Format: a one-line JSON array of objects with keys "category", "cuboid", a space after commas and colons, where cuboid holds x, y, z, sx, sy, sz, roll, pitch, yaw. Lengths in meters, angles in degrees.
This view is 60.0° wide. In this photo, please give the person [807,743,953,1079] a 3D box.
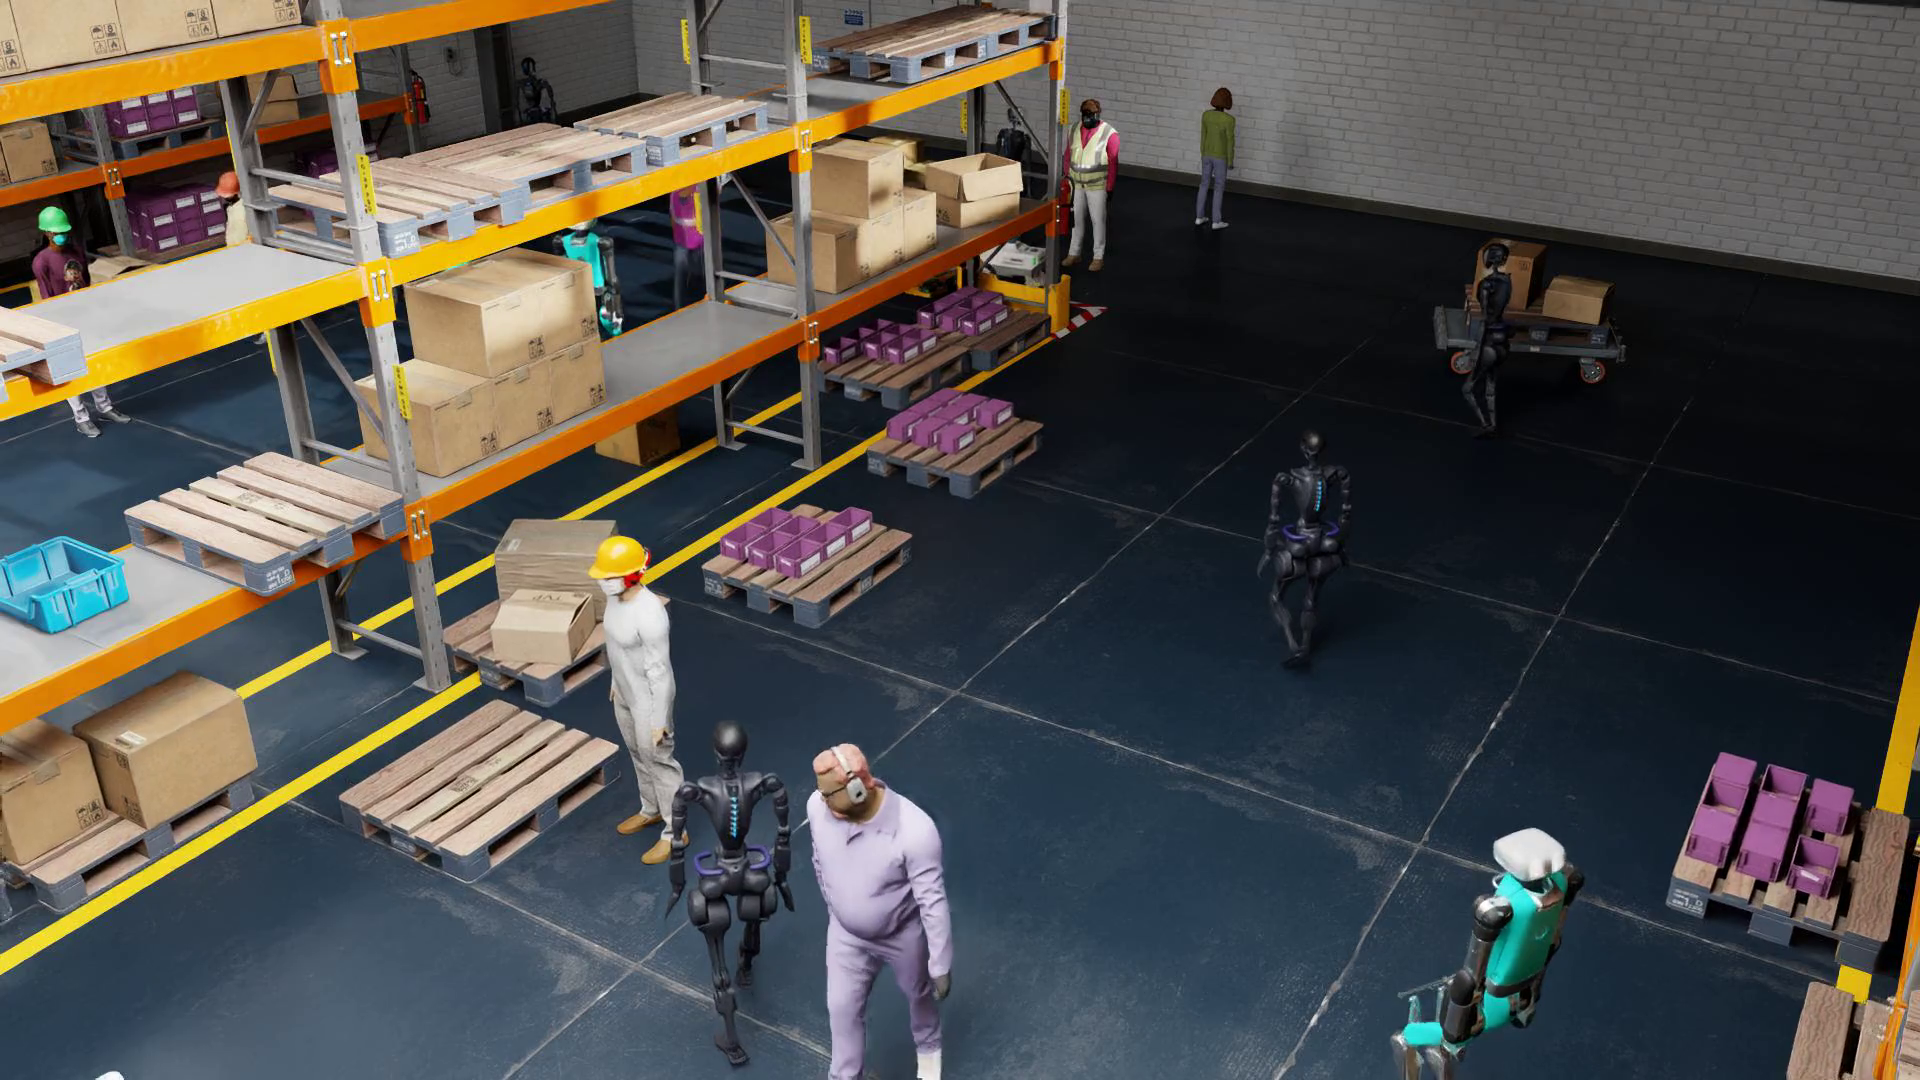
[{"category": "person", "cuboid": [-0.348, 1.712, 7.074, 0.757, 1.853, 0.892, 11, 29, 20]}]

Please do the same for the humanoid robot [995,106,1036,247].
[{"category": "humanoid robot", "cuboid": [0.583, -4.020, 18.600, 0.631, 1.637, 0.599, -24, 35, -38]}]

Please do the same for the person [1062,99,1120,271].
[{"category": "person", "cuboid": [1.391, -3.857, 18.060, 0.634, 1.841, 0.429, 15, 31, 28]}]

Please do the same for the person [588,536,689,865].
[{"category": "person", "cuboid": [-1.700, 0.825, 8.787, 0.381, 1.888, 0.568, -18, 32, -32]}]

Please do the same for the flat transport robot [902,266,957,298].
[{"category": "flat transport robot", "cuboid": [-0.196, -2.924, 17.959, 0.659, 0.231, 1.431, 16, 31, 29]}]

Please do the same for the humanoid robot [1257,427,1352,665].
[{"category": "humanoid robot", "cuboid": [2.203, 0.062, 10.509, 0.612, 1.646, 0.374, -6, 27, -11]}]

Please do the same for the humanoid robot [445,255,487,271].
[{"category": "humanoid robot", "cuboid": [-4.344, -1.763, 14.078, 0.538, 1.732, 0.984, 21, 34, 36]}]

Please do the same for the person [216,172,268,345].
[{"category": "person", "cuboid": [-6.827, -2.704, 15.932, 0.336, 1.716, 0.622, -12, 29, -22]}]

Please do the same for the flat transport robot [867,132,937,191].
[{"category": "flat transport robot", "cuboid": [-0.711, -3.859, 19.801, 1.431, 0.231, 0.659, 22, 34, 36]}]

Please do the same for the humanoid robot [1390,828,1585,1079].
[{"category": "humanoid robot", "cuboid": [2.081, 1.854, 6.913, 0.531, 1.772, 0.733, -15, 31, -27]}]

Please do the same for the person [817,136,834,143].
[{"category": "person", "cuboid": [-1.445, -3.798, 18.069, 0.424, 1.738, 0.603, -11, 29, -21]}]

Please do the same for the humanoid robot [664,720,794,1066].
[{"category": "humanoid robot", "cuboid": [-1.074, 1.542, 7.631, 0.608, 1.625, 0.729, -8, 28, -16]}]

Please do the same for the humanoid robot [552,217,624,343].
[{"category": "humanoid robot", "cuboid": [-3.165, -2.038, 14.690, 0.539, 1.868, 0.832, 3, 27, 6]}]

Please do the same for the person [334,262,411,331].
[{"category": "person", "cuboid": [-5.274, -2.333, 15.027, 0.631, 1.877, 0.990, 0, 27, 0]}]

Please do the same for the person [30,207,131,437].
[{"category": "person", "cuboid": [-7.446, -1.849, 13.987, 0.422, 1.948, 0.499, 10, 29, 19]}]

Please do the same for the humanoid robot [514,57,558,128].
[{"category": "humanoid robot", "cuboid": [-5.355, -5.305, 21.164, 0.601, 1.634, 0.793, 4, 27, 8]}]

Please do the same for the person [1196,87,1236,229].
[{"category": "person", "cuboid": [3.014, -4.489, 19.545, 0.286, 1.625, 0.496, -22, 34, -36]}]

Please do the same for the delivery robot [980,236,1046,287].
[{"category": "delivery robot", "cuboid": [0.537, -2.963, 17.721, 0.795, 0.596, 0.499, 12, 29, 22]}]

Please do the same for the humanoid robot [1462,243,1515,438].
[{"category": "humanoid robot", "cuboid": [4.453, -1.648, 13.898, 0.437, 1.631, 0.631, 18, 32, 31]}]

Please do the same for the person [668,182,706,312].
[{"category": "person", "cuboid": [-2.609, -2.943, 16.293, 0.505, 1.808, 0.930, 7, 28, 14]}]

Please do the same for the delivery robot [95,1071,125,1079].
[{"category": "delivery robot", "cuboid": [-3.735, 2.552, 6.844, 0.499, 0.586, 0.764, 22, 34, 36]}]
